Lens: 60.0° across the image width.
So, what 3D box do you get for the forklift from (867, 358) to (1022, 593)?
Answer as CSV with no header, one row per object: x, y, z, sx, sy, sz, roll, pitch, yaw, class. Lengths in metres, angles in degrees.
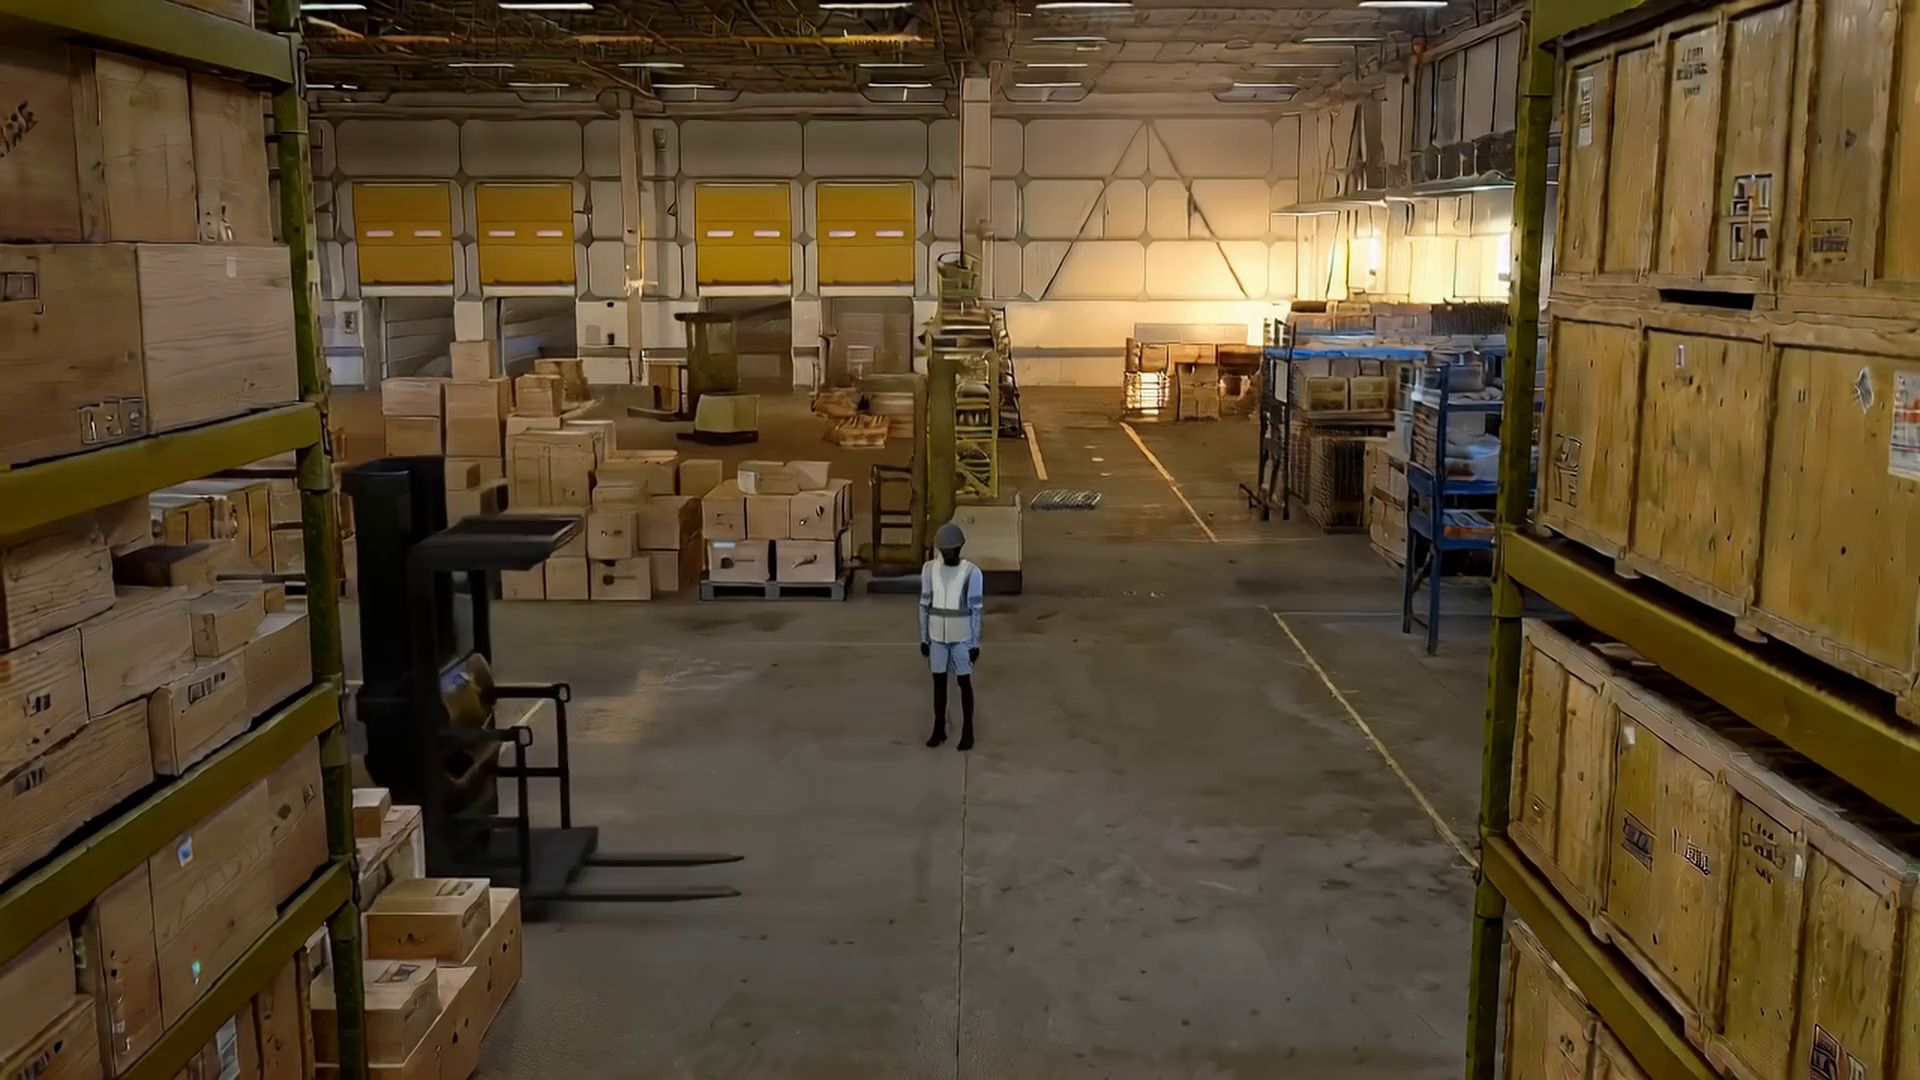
-0.179,-0.808,20.365,1.873,2.768,1.129,0,10,1,forklift

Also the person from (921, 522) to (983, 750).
-0.079,0.800,13.851,0.540,1.930,0.385,4,11,21,person

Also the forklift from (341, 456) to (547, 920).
-3.506,0.892,10.557,1.873,2.768,1.129,0,10,1,forklift

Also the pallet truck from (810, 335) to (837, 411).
-3.021,-4.312,43.126,1.885,1.965,0.823,3,10,17,pallet truck

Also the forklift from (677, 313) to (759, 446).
-5.244,-3.509,35.948,1.129,2.768,1.873,-7,12,-33,forklift

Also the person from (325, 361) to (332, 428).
-15.040,-3.582,39.074,0.545,1.943,0.347,-4,11,-22,person
